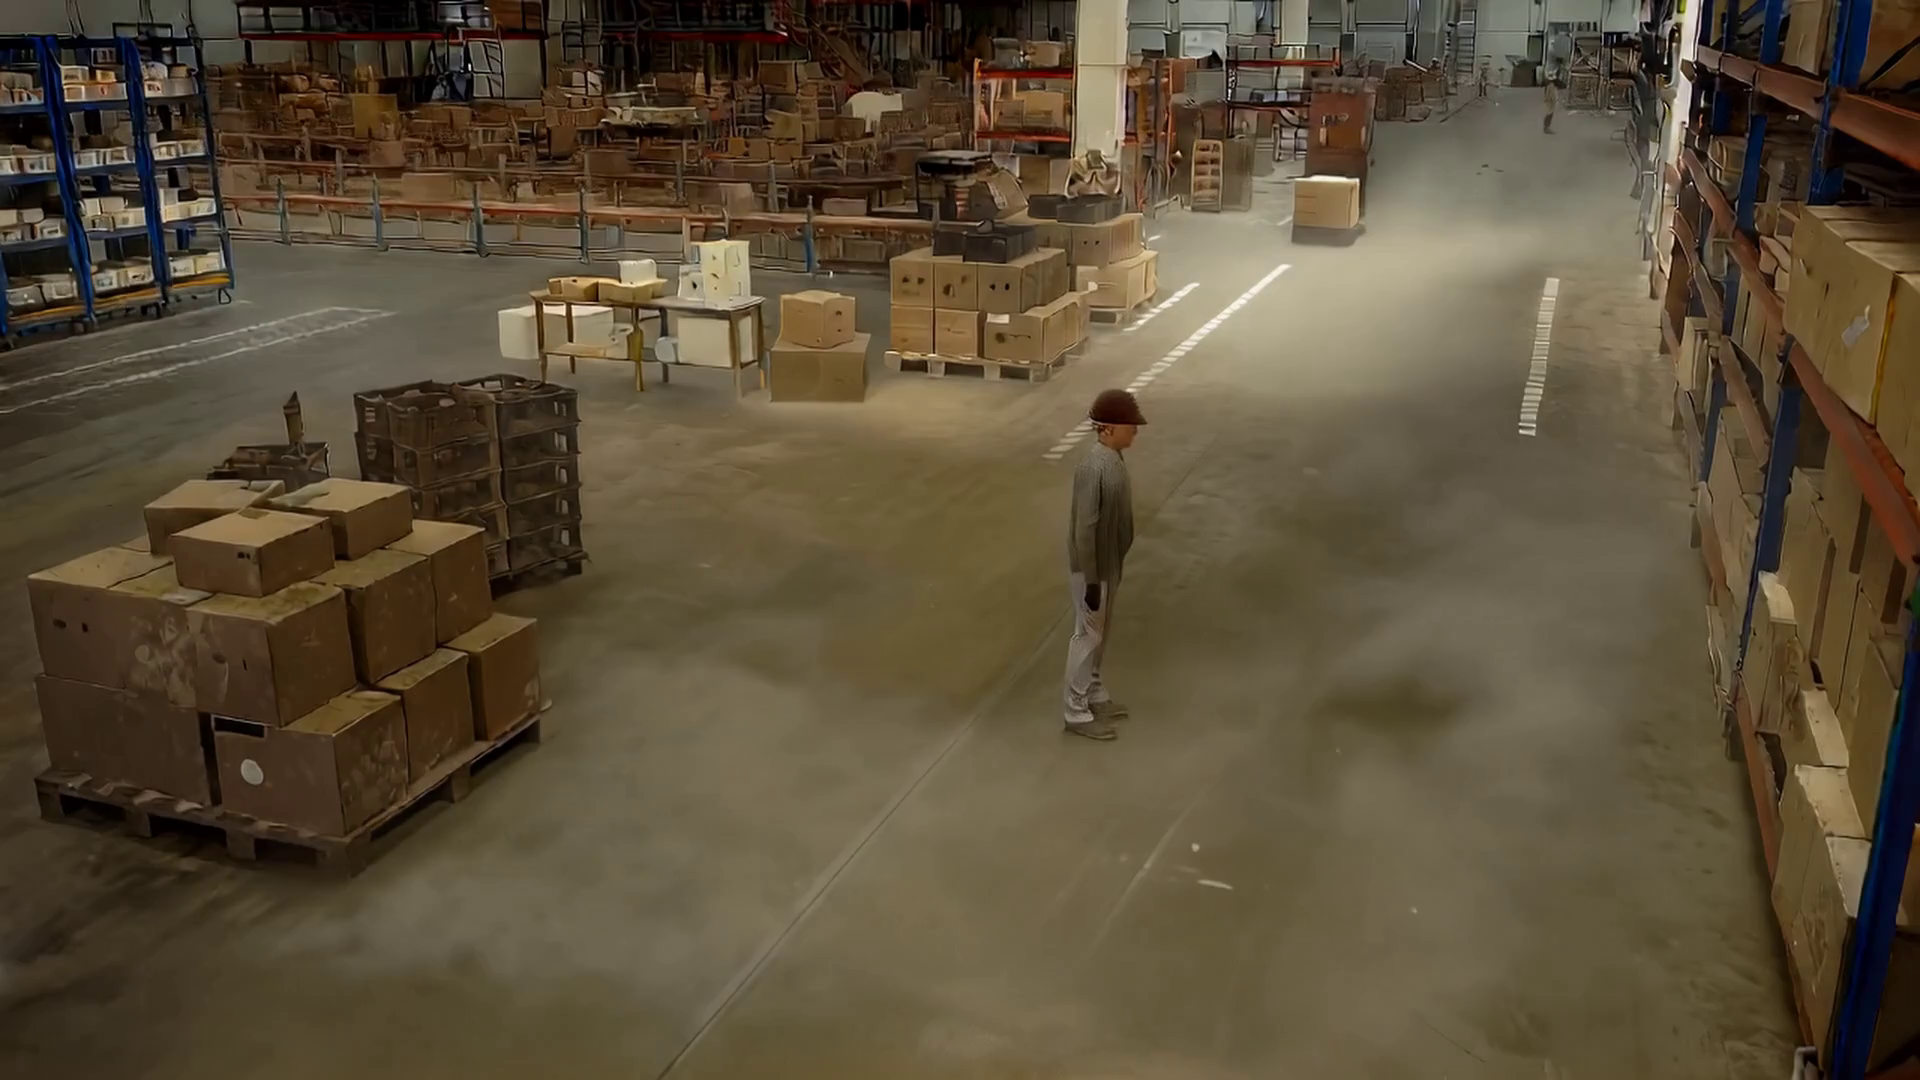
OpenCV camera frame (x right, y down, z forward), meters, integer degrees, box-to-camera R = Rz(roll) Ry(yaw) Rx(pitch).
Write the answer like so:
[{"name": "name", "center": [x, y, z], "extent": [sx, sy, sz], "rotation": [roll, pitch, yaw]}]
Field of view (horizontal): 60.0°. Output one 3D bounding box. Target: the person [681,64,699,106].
[{"name": "person", "center": [-10.236, -17.095, 63.302], "extent": [0.636, 1.990, 1.049], "rotation": [-11, 21, -31]}]

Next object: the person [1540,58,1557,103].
[{"name": "person", "center": [25.919, -20.206, 73.206], "extent": [0.375, 1.917, 0.598], "rotation": [-15, 23, -38]}]

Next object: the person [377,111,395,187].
[{"name": "person", "center": [-13.067, -8.974, 38.220], "extent": [0.891, 1.720, 0.538], "rotation": [-3, 18, -9]}]

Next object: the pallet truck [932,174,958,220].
[{"name": "pallet truck", "center": [-0.507, -5.292, 27.348], "extent": [0.653, 1.274, 1.630], "rotation": [6, 19, 19]}]

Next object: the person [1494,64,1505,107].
[{"name": "person", "center": [22.921, -19.305, 70.655], "extent": [0.285, 1.746, 0.487], "rotation": [8, 19, 24]}]

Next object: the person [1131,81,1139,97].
[{"name": "person", "center": [5.757, -14.374, 55.045], "extent": [0.616, 1.816, 0.421], "rotation": [6, 19, 19]}]

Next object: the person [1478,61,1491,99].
[{"name": "person", "center": [24.329, -21.332, 77.101], "extent": [0.534, 1.699, 0.318], "rotation": [7, 19, 22]}]

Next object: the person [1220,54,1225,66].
[{"name": "person", "center": [12.946, -23.395, 83.381], "extent": [0.610, 1.824, 0.638], "rotation": [9, 20, 26]}]

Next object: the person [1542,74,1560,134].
[{"name": "person", "center": [19.522, -14.387, 54.890], "extent": [0.379, 1.938, 0.547], "rotation": [0, 18, -1]}]

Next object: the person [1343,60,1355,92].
[{"name": "person", "center": [17.059, -20.092, 72.933], "extent": [0.538, 1.866, 0.313], "rotation": [7, 19, 22]}]

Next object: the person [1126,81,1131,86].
[{"name": "person", "center": [6.058, -16.126, 60.260], "extent": [0.393, 1.995, 0.612], "rotation": [-1, 18, -4]}]

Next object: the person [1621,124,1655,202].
[{"name": "person", "center": [14.540, -7.932, 35.086], "extent": [0.887, 1.641, 0.543], "rotation": [7, 19, 20]}]

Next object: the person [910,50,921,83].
[{"name": "person", "center": [-2.436, -26.438, 92.988], "extent": [0.650, 1.789, 0.944], "rotation": [-7, 19, -21]}]

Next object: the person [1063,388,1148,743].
[{"name": "person", "center": [0.805, 0.134, 9.194], "extent": [0.416, 1.985, 0.611], "rotation": [6, 19, 17]}]

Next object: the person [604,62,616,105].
[{"name": "person", "center": [-14.853, -19.270, 70.352], "extent": [0.617, 1.867, 0.588], "rotation": [5, 18, 17]}]

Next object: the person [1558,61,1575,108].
[{"name": "person", "center": [25.495, -19.120, 69.844], "extent": [0.540, 1.898, 0.596], "rotation": [6, 18, 17]}]

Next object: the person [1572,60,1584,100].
[{"name": "person", "center": [27.690, -20.619, 74.679], "extent": [0.829, 1.799, 0.549], "rotation": [-5, 18, -16]}]

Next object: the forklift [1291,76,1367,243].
[{"name": "forklift", "center": [6.598, -6.755, 29.381], "extent": [1.129, 2.768, 1.873], "rotation": [6, 19, 19]}]

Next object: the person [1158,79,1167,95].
[{"name": "person", "center": [6.983, -15.071, 57.490], "extent": [0.708, 1.651, 0.597], "rotation": [-1, 18, -2]}]

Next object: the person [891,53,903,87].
[{"name": "person", "center": [-3.197, -23.439, 83.417], "extent": [0.557, 1.882, 0.990], "rotation": [6, 19, 17]}]

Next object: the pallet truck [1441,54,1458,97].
[{"name": "pallet truck", "center": [22.765, -21.886, 78.355], "extent": [0.823, 1.965, 1.885], "rotation": [-4, 18, -14]}]
